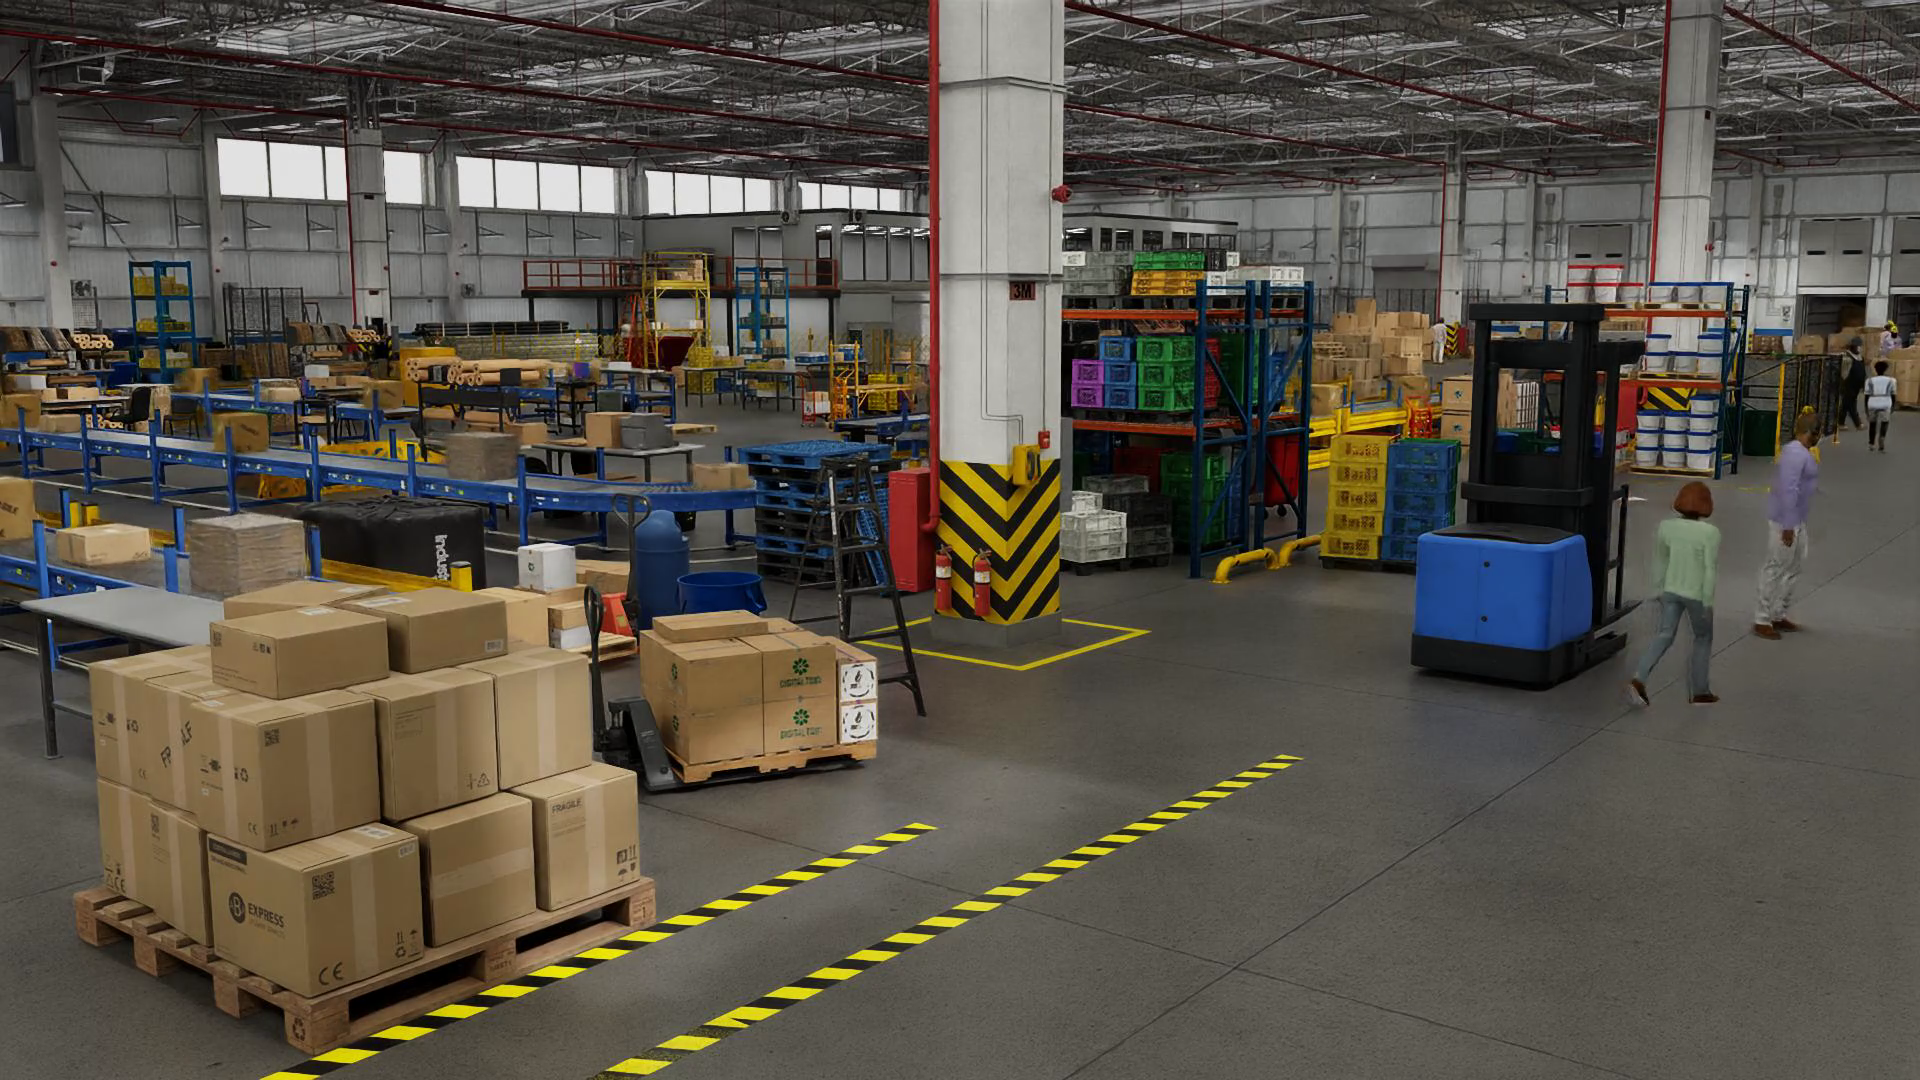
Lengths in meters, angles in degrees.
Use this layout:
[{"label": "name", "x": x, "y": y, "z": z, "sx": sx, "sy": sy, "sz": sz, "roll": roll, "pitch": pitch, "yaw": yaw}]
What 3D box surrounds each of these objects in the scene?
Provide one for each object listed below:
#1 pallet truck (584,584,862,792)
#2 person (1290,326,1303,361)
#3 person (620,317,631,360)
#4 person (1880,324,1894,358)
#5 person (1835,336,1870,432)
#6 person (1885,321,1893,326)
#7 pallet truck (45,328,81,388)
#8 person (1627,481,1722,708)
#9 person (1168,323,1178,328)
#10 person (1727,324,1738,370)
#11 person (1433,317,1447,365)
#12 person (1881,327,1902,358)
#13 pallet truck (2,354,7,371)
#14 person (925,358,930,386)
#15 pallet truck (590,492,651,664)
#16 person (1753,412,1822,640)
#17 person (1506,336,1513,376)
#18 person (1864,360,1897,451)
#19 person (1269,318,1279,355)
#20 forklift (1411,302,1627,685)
[{"label": "pallet truck", "x": -1.426, "y": 0.805, "z": 10.019, "sx": 1.601, "sy": 1.201, "sz": 0.680, "roll": -4, "pitch": 9, "yaw": -26}, {"label": "person", "x": 10.862, "y": -5.958, "z": 53.535, "sx": 0.564, "sy": 1.845, "sz": 0.462, "roll": -4, "pitch": 9, "yaw": -24}, {"label": "person", "x": -14.360, "y": -8.622, "z": 71.417, "sx": 0.476, "sy": 1.869, "sz": 0.580, "roll": 7, "pitch": 11, "yaw": 37}, {"label": "person", "x": 32.317, "y": -6.585, "z": 57.841, "sx": 0.657, "sy": 1.818, "sz": 0.667, "roll": 0, "pitch": 8, "yaw": -3}, {"label": "person", "x": 18.713, "y": -3.261, "z": 34.697, "sx": 0.708, "sy": 2.000, "sz": 0.975, "roll": -4, "pitch": 9, "yaw": -27}, {"label": "person", "x": 33.206, "y": -6.867, "z": 59.438, "sx": 0.407, "sy": 1.918, "sz": 0.581, "roll": 3, "pitch": 9, "yaw": 19}, {"label": "pallet truck", "x": -23.775, "y": -4.544, "z": 43.495, "sx": 1.885, "sy": 1.965, "sz": 0.823, "roll": 6, "pitch": 10, "yaw": 35}, {"label": "person", "x": 5.013, "y": 0.386, "z": 11.580, "sx": 0.765, "sy": 1.608, "sz": 0.505, "roll": -5, "pitch": 10, "yaw": -29}, {"label": "person", "x": 6.229, "y": -5.481, "z": 49.772, "sx": 0.756, "sy": 2.018, "sz": 0.627, "roll": 8, "pitch": 12, "yaw": 44}, {"label": "person", "x": 29.006, "y": -7.238, "z": 62.507, "sx": 0.487, "sy": 1.744, "sz": 0.312, "roll": -2, "pitch": 9, "yaw": -11}, {"label": "person", "x": 19.488, "y": -8.076, "z": 67.551, "sx": 0.373, "sy": 1.932, "sz": 0.623, "roll": -7, "pitch": 11, "yaw": -40}, {"label": "person", "x": 28.605, "y": -5.595, "z": 51.006, "sx": 0.589, "sy": 1.878, "sz": 0.991, "roll": -2, "pitch": 9, "yaw": -11}, {"label": "pallet truck", "x": -24.881, "y": -4.417, "z": 42.634, "sx": 1.885, "sy": 1.965, "sz": 0.823, "roll": 8, "pitch": 11, "yaw": 41}, {"label": "person", "x": -0.532, "y": -3.721, "z": 38.904, "sx": 0.534, "sy": 1.709, "sz": 0.952, "roll": 1, "pitch": 8, "yaw": 6}, {"label": "pallet truck", "x": -3.115, "y": 0.344, "z": 12.883, "sx": 0.653, "sy": 1.274, "sz": 1.630, "roll": 7, "pitch": 11, "yaw": 37}, {"label": "person", "x": 6.967, "y": -0.118, "z": 13.981, "sx": 0.393, "sy": 1.915, "sz": 0.772, "roll": 6, "pitch": 10, "yaw": 34}, {"label": "person", "x": 13.282, "y": -4.004, "z": 40.312, "sx": 0.371, "sy": 1.870, "sz": 0.524, "roll": 8, "pitch": 12, "yaw": 44}, {"label": "person", "x": 16.798, "y": -2.447, "z": 30.399, "sx": 0.535, "sy": 1.678, "sz": 0.665, "roll": 5, "pitch": 10, "yaw": 30}, {"label": "person", "x": 13.779, "y": -8.817, "z": 72.899, "sx": 0.431, "sy": 1.833, "sz": 0.644, "roll": 3, "pitch": 9, "yaw": 18}, {"label": "forklift", "x": 4.379, "y": -0.438, "z": 12.852, "sx": 1.129, "sy": 2.768, "sz": 1.873, "roll": 7, "pitch": 11, "yaw": 37}]
